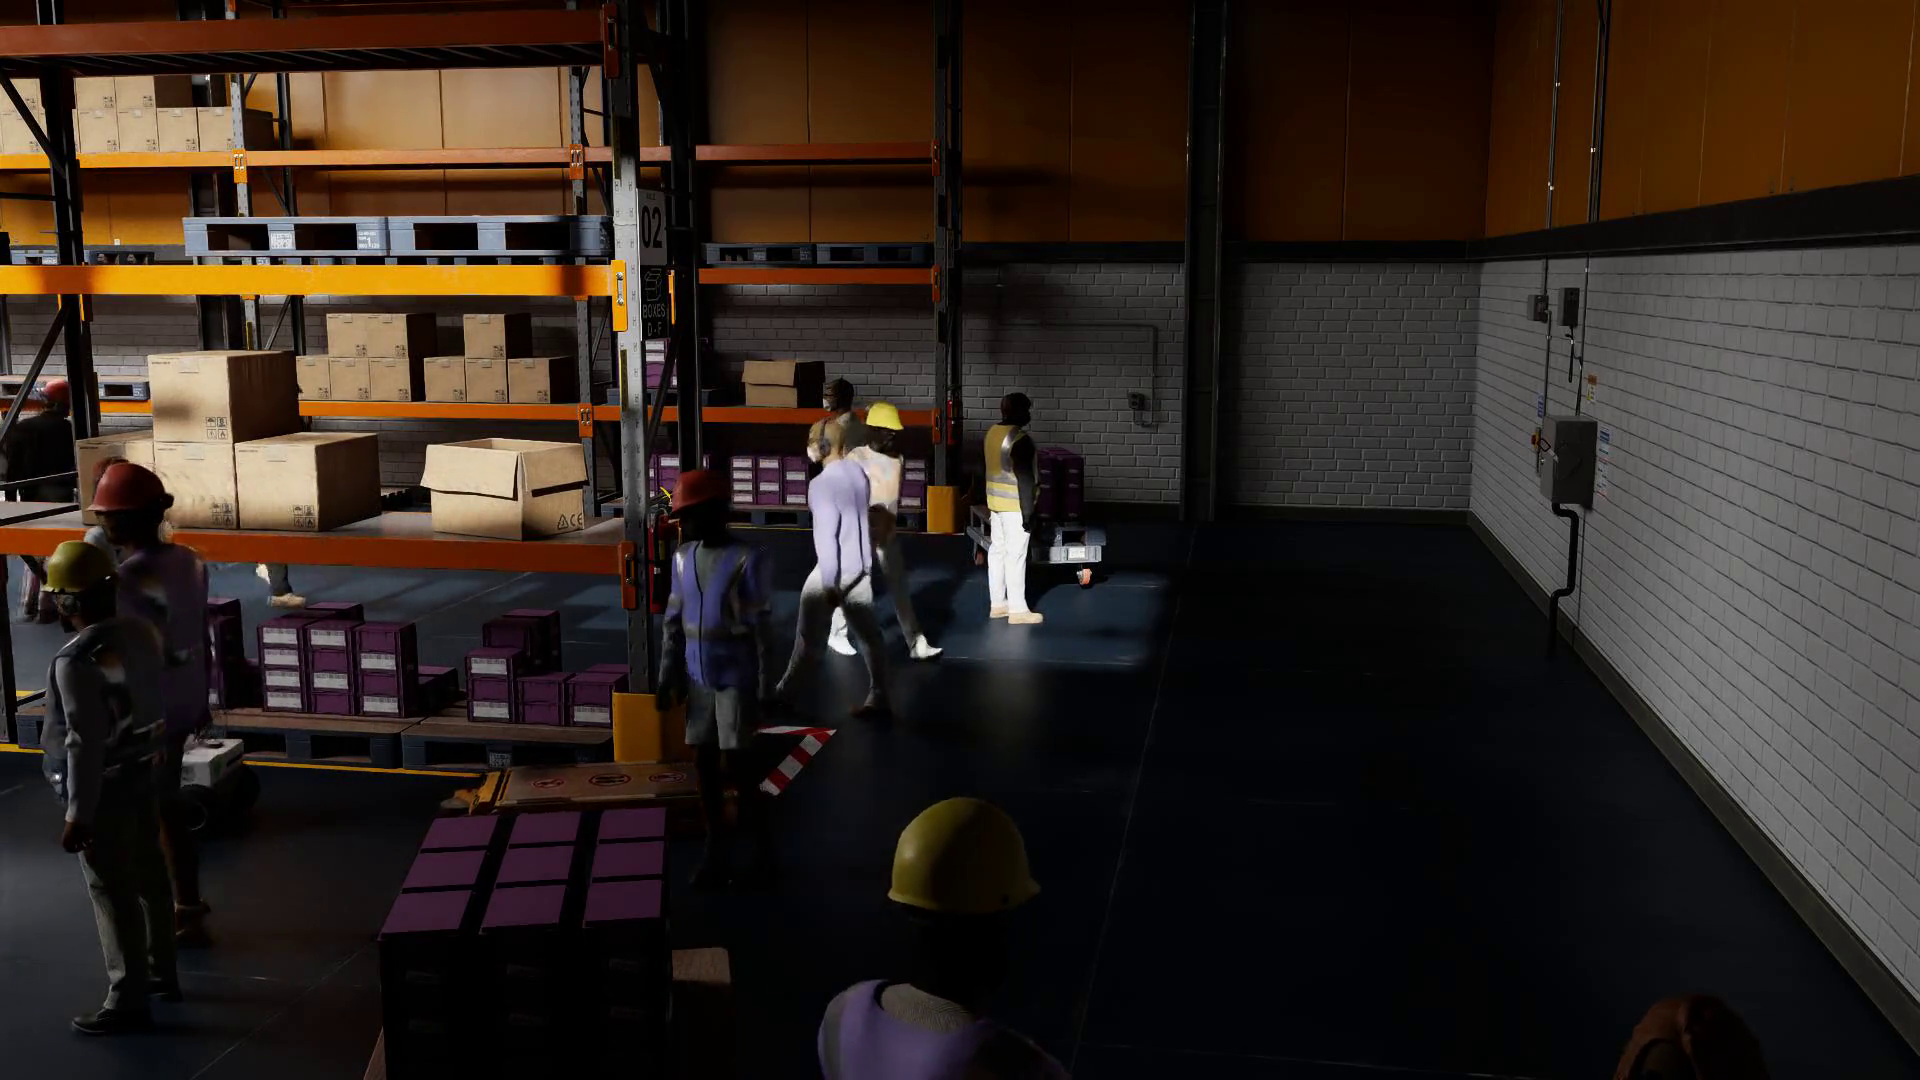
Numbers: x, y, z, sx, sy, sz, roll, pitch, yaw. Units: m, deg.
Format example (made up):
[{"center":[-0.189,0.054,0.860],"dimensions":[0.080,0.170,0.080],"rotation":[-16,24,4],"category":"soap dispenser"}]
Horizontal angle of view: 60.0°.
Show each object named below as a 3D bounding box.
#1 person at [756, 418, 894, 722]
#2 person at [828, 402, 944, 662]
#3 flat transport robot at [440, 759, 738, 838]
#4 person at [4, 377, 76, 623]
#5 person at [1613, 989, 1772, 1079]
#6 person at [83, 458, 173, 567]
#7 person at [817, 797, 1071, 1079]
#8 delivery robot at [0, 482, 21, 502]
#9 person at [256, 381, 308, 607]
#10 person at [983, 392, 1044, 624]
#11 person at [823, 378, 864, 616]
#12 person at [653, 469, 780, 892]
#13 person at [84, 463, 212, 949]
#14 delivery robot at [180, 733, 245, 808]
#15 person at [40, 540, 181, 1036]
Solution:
[{"center":[-0.842,0.189,10.376],"dimensions":[0.983,1.894,0.656],"rotation":[5,10,26],"category":"person"},{"center":[-0.594,-0.052,11.941],"dimensions":[1.009,1.871,0.606],"rotation":[9,13,43],"category":"person"},{"center":[-1.855,1.312,8.421],"dimensions":[1.431,0.197,0.652],"rotation":[-2,9,-9],"category":"flat transport robot"},{"center":[-7.292,-0.325,13.375],"dimensions":[0.639,1.947,0.594],"rotation":[1,9,9],"category":"person"},{"center":[1.193,1.535,2.820],"dimensions":[0.501,1.631,0.285],"rotation":[4,10,22],"category":"person"},{"center":[-4.220,0.512,8.444],"dimensions":[0.417,1.867,0.606],"rotation":[2,9,13],"category":"person"},{"center":[-0.046,1.389,2.870],"dimensions":[0.759,1.907,0.598],"rotation":[-7,12,-39],"category":"person"},{"center":[-10.181,-0.379,17.728],"dimensions":[0.707,0.478,0.477],"rotation":[-6,11,-33],"category":"delivery robot"},{"center":[-5.670,-0.454,13.898],"dimensions":[0.584,2.000,0.692],"rotation":[2,9,11],"category":"person"},{"center":[0.425,-0.259,13.310],"dimensions":[0.430,1.844,0.624],"rotation":[-5,10,-27],"category":"person"},{"center":[-0.955,-0.353,13.590],"dimensions":[0.368,1.939,0.632],"rotation":[-1,9,-5],"category":"person"},{"center":[-1.117,0.634,7.556],"dimensions":[0.589,1.903,0.438],"rotation":[6,11,31],"category":"person"},{"center":[-3.344,0.697,6.787],"dimensions":[0.524,2.029,0.634],"rotation":[0,9,2],"category":"person"},{"center":[-3.996,1.134,8.357],"dimensions":[0.707,0.478,0.477],"rotation":[0,9,0],"category":"delivery robot"},{"center":[-3.144,0.903,6.132],"dimensions":[0.403,1.827,0.599],"rotation":[0,9,-1],"category":"person"}]
